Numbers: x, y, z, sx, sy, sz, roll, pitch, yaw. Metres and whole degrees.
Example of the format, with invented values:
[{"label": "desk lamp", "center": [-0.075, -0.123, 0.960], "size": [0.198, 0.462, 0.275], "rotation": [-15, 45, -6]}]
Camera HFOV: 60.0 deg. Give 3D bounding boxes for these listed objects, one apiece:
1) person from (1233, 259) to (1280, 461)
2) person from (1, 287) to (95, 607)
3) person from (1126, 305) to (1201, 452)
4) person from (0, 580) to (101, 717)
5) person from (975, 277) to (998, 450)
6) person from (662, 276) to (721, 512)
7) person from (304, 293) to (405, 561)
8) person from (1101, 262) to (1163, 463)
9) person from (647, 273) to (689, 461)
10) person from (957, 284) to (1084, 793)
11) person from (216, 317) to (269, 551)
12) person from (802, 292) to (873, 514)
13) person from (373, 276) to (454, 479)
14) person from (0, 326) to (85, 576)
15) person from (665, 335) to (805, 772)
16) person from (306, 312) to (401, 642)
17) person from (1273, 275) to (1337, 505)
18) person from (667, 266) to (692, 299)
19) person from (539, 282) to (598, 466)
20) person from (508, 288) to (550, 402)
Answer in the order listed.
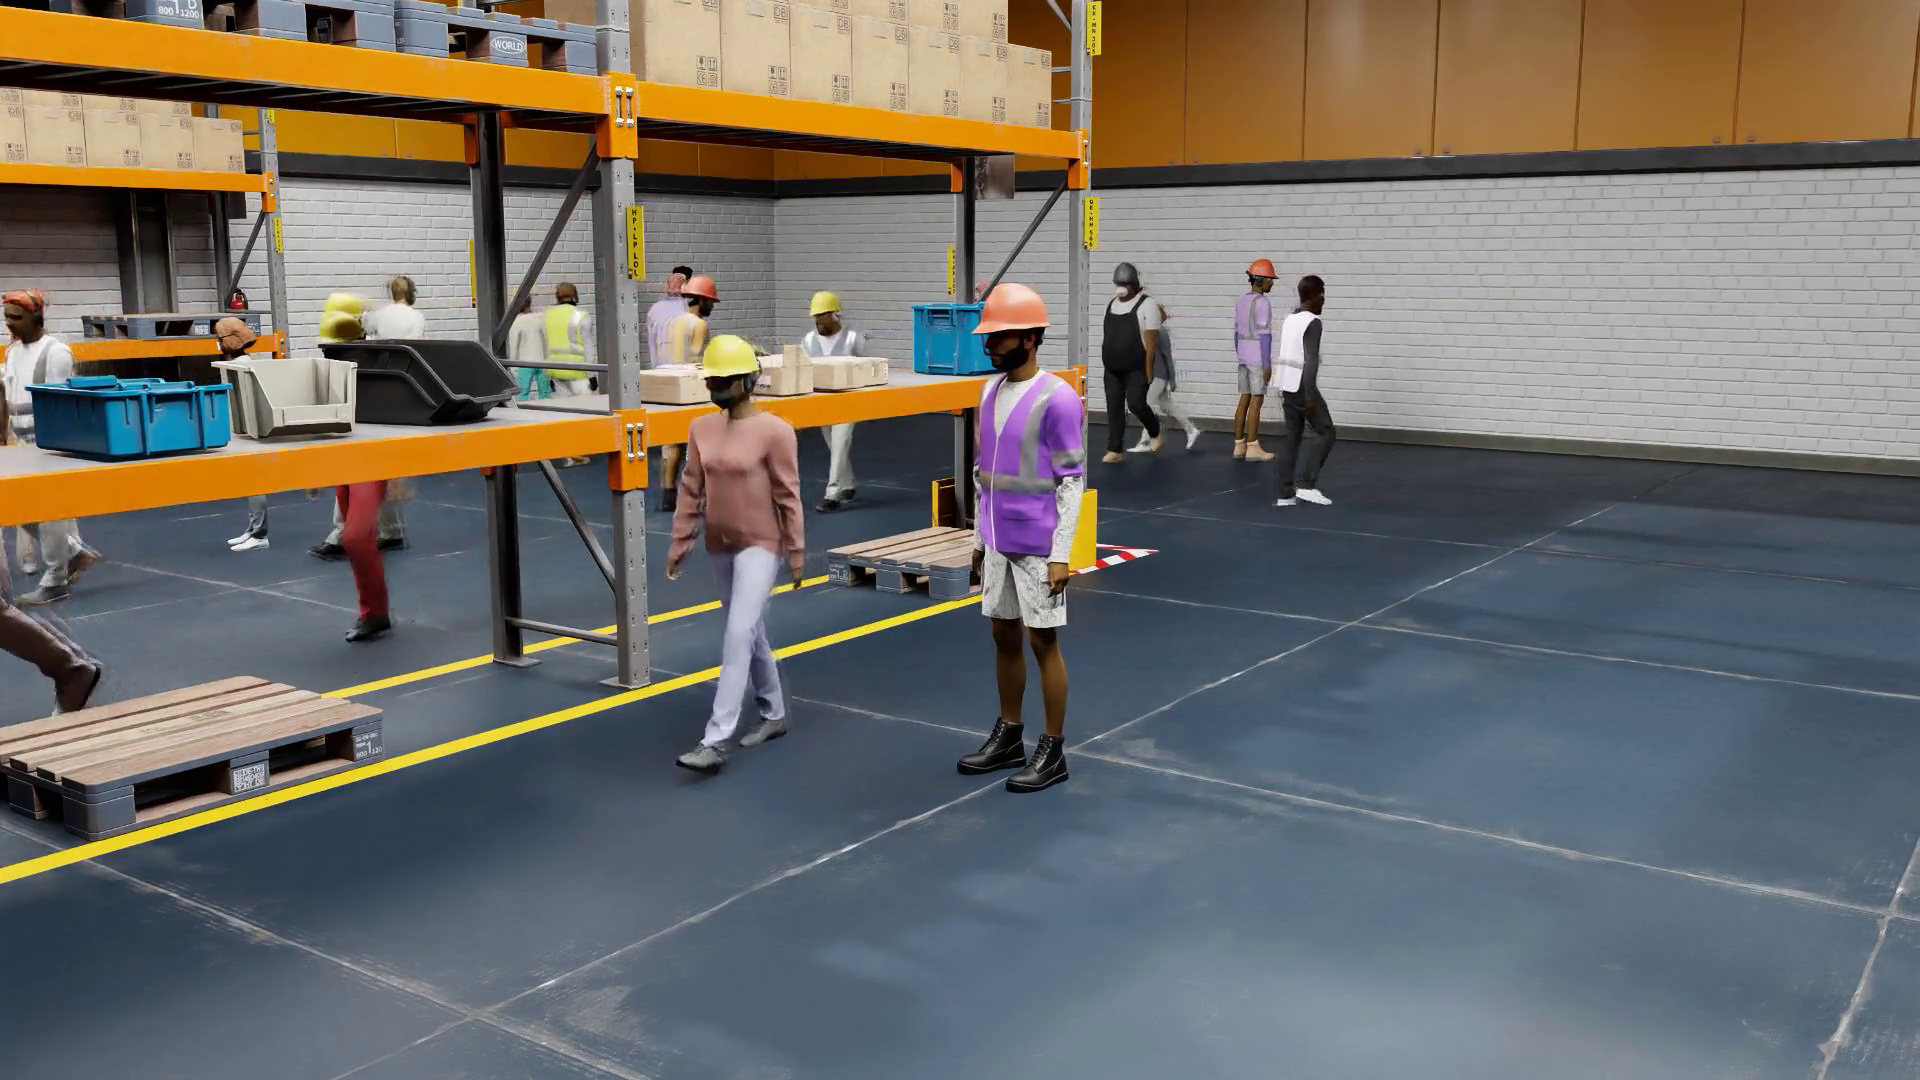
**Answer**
[{"label": "person", "center": [3.017, -1.824, 16.899], "size": [0.386, 2.039, 0.615], "rotation": [-3, 10, -17]}, {"label": "person", "center": [-5.424, -0.547, 9.795], "size": [0.598, 1.869, 0.496], "rotation": [5, 11, 27]}, {"label": "person", "center": [2.175, -1.717, 17.591], "size": [0.768, 1.599, 0.519], "rotation": [-2, 10, -11]}, {"label": "person", "center": [-4.216, -0.074, 6.996], "size": [0.652, 1.876, 0.910], "rotation": [8, 12, 39]}, {"label": "person", "center": [0.283, -1.335, 14.451], "size": [0.656, 1.881, 0.589], "rotation": [0, 10, 2]}, {"label": "person", "center": [-2.050, -1.183, 13.522], "size": [0.943, 1.889, 0.563], "rotation": [-6, 11, -31]}, {"label": "person", "center": [-4.181, -0.763, 11.293], "size": [0.841, 1.795, 0.620], "rotation": [-7, 12, -38]}, {"label": "person", "center": [1.721, -1.799, 16.752], "size": [0.687, 2.000, 0.720], "rotation": [7, 12, 38]}, {"label": "person", "center": [-2.827, -1.739, 16.814], "size": [0.638, 1.902, 0.407], "rotation": [4, 11, 25]}, {"label": "person", "center": [0.215, -0.003, 6.368], "size": [0.371, 1.935, 0.551], "rotation": [-7, 12, -37]}, {"label": "person", "center": [-5.041, -0.743, 11.677], "size": [0.285, 1.632, 0.498], "rotation": [-4, 10, -24]}, {"label": "person", "center": [-1.014, -1.133, 13.603], "size": [0.621, 1.774, 0.936], "rotation": [4, 10, 20]}, {"label": "person", "center": [-5.135, -1.499, 15.440], "size": [0.647, 1.885, 1.009], "rotation": [5, 11, 28]}, {"label": "person", "center": [-5.936, -0.587, 10.729], "size": [0.523, 1.640, 0.306], "rotation": [-4, 10, -22]}, {"label": "person", "center": [-0.939, 0.055, 6.655], "size": [0.538, 1.725, 0.890], "rotation": [6, 11, 32]}, {"label": "person", "center": [-3.279, -0.333, 8.866], "size": [0.561, 1.746, 0.557], "rotation": [6, 11, 32]}, {"label": "person", "center": [2.884, -1.220, 13.709], "size": [0.578, 1.897, 0.638], "rotation": [-2, 10, -12]}, {"label": "person", "center": [-3.417, -2.396, 20.526], "size": [0.368, 1.967, 0.600], "rotation": [-8, 13, -41]}, {"label": "person", "center": [-3.835, -1.622, 16.368], "size": [0.642, 1.819, 0.460], "rotation": [5, 11, 27]}, {"label": "person", "center": [-4.707, -1.899, 18.300], "size": [0.378, 1.728, 0.622], "rotation": [9, 13, 44]}]
